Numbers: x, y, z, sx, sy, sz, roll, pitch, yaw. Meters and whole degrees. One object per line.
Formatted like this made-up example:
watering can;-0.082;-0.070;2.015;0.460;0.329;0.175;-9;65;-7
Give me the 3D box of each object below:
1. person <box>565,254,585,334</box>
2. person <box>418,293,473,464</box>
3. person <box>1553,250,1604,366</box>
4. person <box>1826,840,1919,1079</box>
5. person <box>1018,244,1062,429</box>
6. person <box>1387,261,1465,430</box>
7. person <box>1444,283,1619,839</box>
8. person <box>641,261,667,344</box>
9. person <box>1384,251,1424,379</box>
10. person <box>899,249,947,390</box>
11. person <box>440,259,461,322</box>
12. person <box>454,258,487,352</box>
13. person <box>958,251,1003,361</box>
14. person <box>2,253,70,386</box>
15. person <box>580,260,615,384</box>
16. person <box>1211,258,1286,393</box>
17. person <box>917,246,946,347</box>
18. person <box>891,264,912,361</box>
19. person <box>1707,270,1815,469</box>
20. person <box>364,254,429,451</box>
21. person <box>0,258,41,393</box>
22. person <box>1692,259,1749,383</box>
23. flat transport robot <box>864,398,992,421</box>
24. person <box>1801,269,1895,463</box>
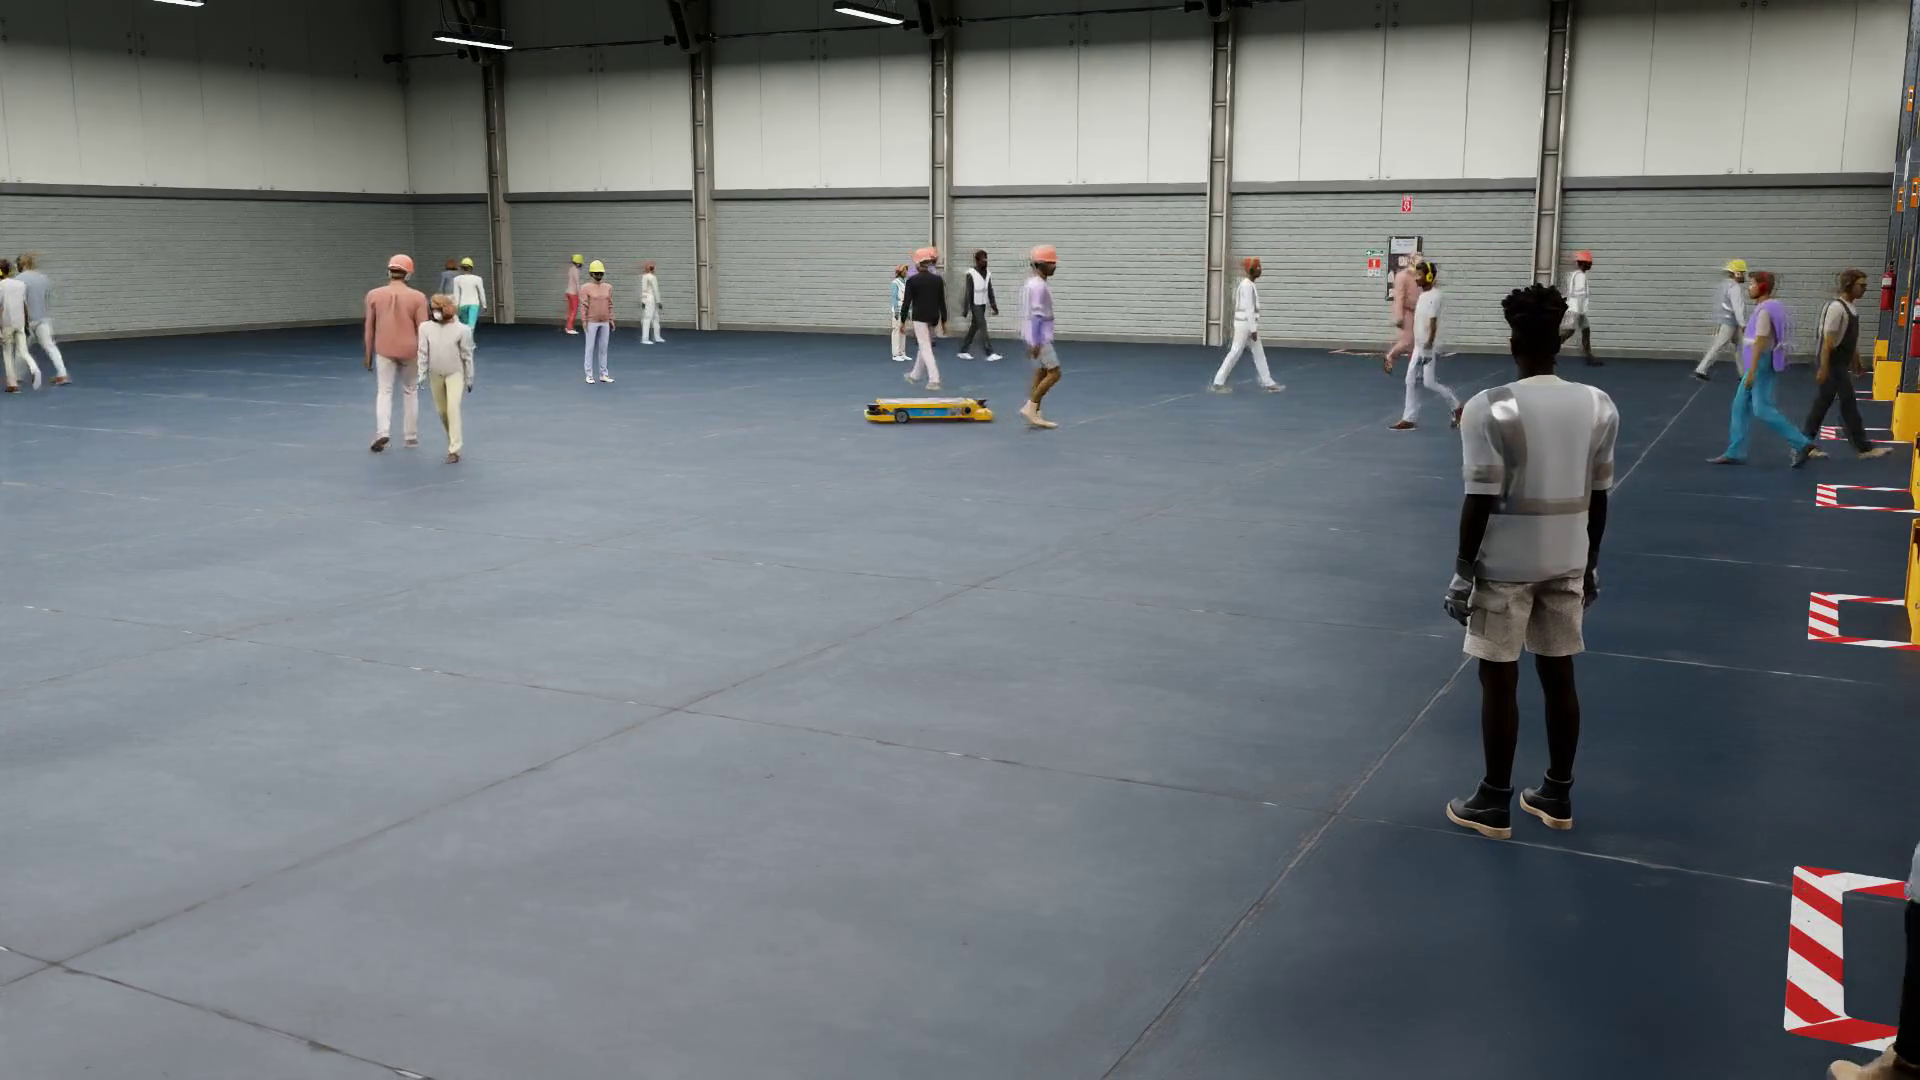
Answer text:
person;-8.307;-5.305;35.908;0.462;1.719;0.563;-6;12;-28
person;-4.869;-1.554;15.825;0.488;1.595;0.785;1;10;3
person;10.041;-3.788;27.191;0.959;1.903;0.559;3;11;16
person;2.496;0.609;3.817;0.547;1.668;0.691;-6;12;-28
person;0.921;-2.208;18.220;0.415;2.031;0.611;0;10;-2
person;5.133;-2.109;18.154;0.782;1.849;0.522;-2;11;-11
person;2.008;0.080;5.902;0.612;1.962;0.361;-3;11;-16
person;-5.973;-4.640;32.579;0.690;1.609;0.535;-6;12;-30
person;6.676;-3.334;24.711;0.663;1.890;0.582;-8;13;-36
person;-0.526;-3.076;23.206;0.639;1.934;1.067;-8;13;-36
person;-11.287;-5.447;37.001;0.738;1.609;0.499;9;14;40
person;-8.993;-4.303;30.478;0.530;1.720;0.918;0;10;1
person;0.317;-4.002;28.449;0.995;1.875;0.594;7;12;33
person;-13.108;-3.107;23.515;1.040;1.887;0.652;2;11;13
person;-5.224;-3.146;24.035;0.528;1.767;0.329;-9;14;-41
person;3.870;-2.873;22.392;1.002;1.831;0.599;3;11;15
person;-0.506;-4.652;31.842;0.814;1.907;0.564;5;11;24
person;-1.002;-3.865;28.302;0.310;1.642;0.514;5;11;23
person;7.410;-1.562;15.251;0.818;1.822;0.570;4;11;21
person;-5.608;-1.863;16.569;0.643;1.951;0.784;-2;11;-9
person;-12.723;-2.876;22.401;0.767;1.832;0.527;7;12;33
person;11.082;-3.143;23.977;0.931;1.792;0.590;4;11;19
flat transport robot;-0.376;-1.515;19.222;1.431;0.197;0.652;-1;10;-6
person;8.379;-1.624;15.620;0.932;1.802;0.527;9;14;39
